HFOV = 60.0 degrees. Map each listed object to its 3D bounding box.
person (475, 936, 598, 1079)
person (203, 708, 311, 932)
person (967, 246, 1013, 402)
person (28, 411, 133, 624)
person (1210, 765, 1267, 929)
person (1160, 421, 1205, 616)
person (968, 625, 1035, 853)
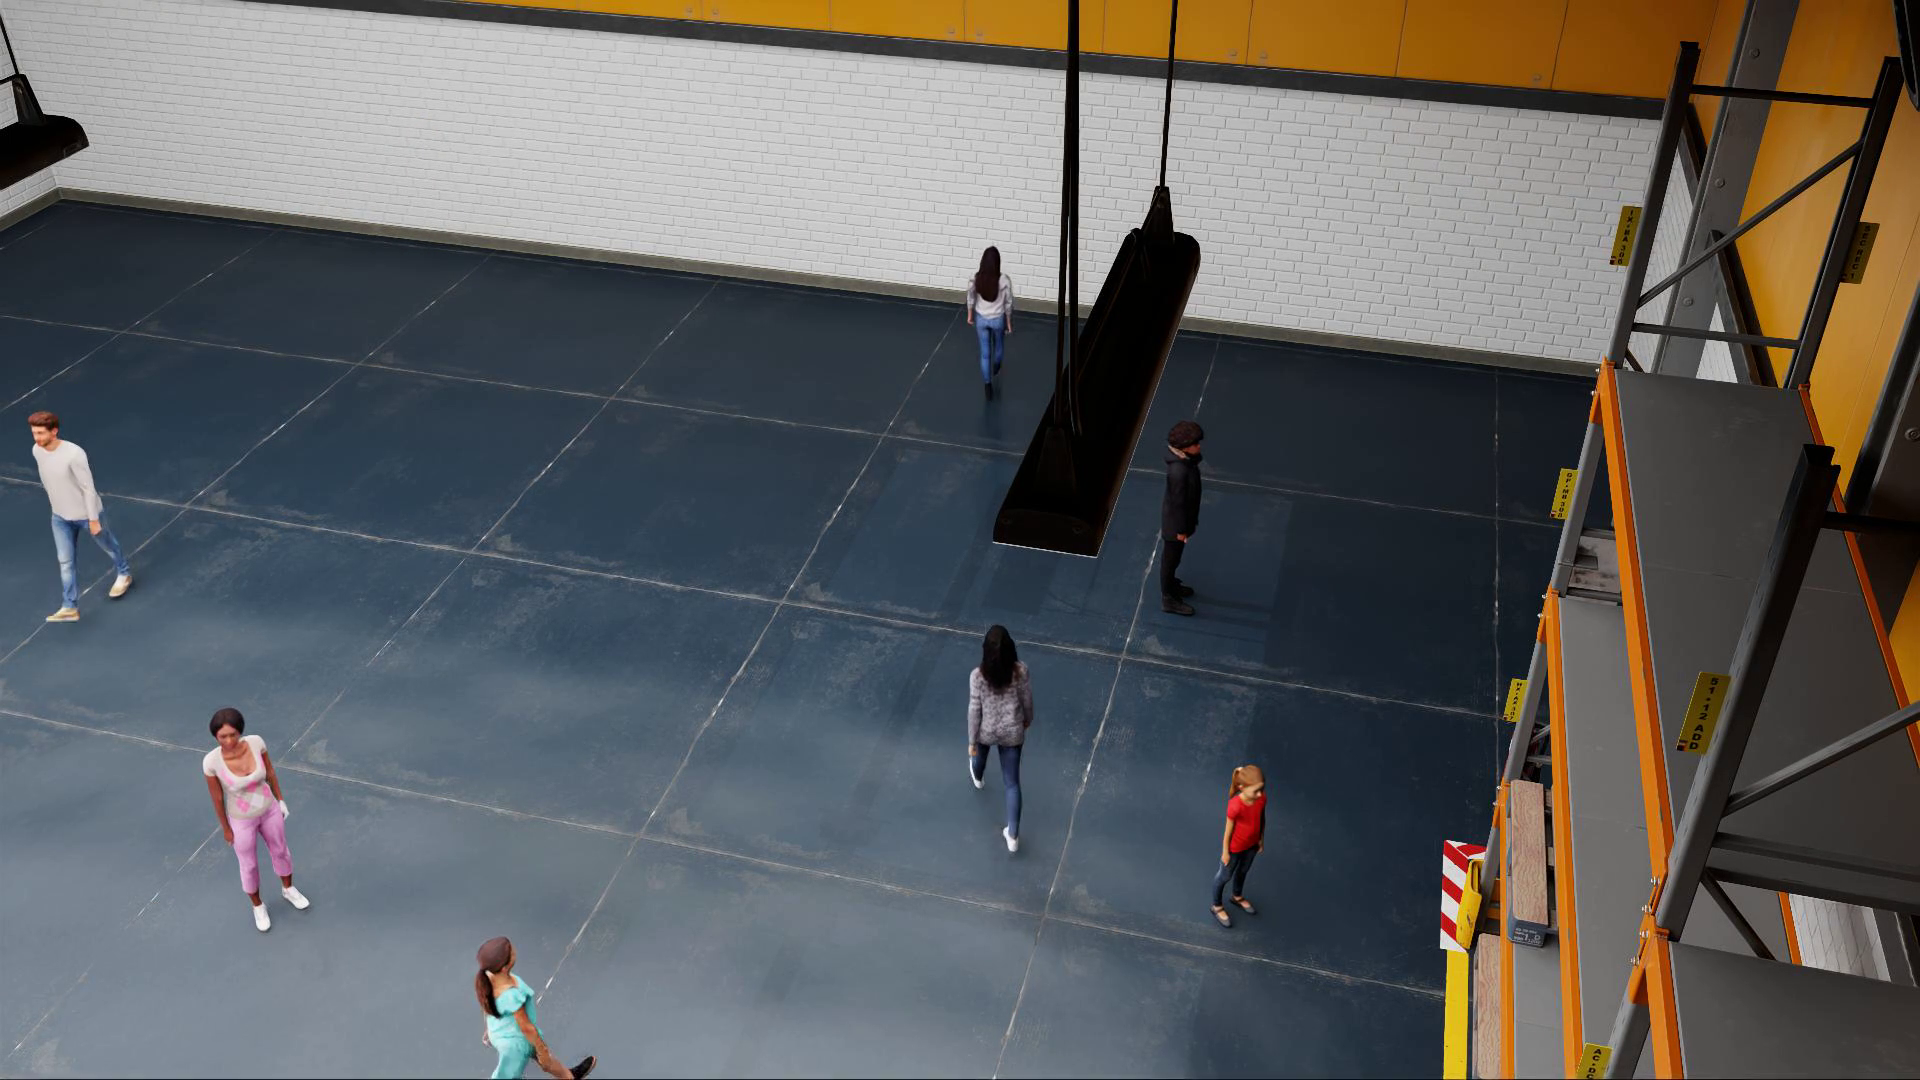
[{"bbox_3d":[-2.616,2.904,9.515,1.127,1.515,0.914,-28,43,-35],"label":"person"},{"bbox_3d":[-4.657,1.809,10.958,0.612,1.742,0.719,-29,43,-36],"label":"person"},{"bbox_3d":[0.315,-2.199,17.113,0.775,1.602,1.025,0,34,0],"label":"person"},{"bbox_3d":[-7.357,-0.278,13.990,0.742,1.860,1.150,6,34,8],"label":"person"},{"bbox_3d":[1.859,2.000,11.061,0.551,1.308,0.611,-19,38,-26],"label":"person"},{"bbox_3d":[1.833,-0.207,13.957,0.702,1.779,0.543,5,34,8],"label":"person"},{"bbox_3d":[0.289,1.404,11.626,1.005,1.675,1.289,-6,34,-8],"label":"person"}]
